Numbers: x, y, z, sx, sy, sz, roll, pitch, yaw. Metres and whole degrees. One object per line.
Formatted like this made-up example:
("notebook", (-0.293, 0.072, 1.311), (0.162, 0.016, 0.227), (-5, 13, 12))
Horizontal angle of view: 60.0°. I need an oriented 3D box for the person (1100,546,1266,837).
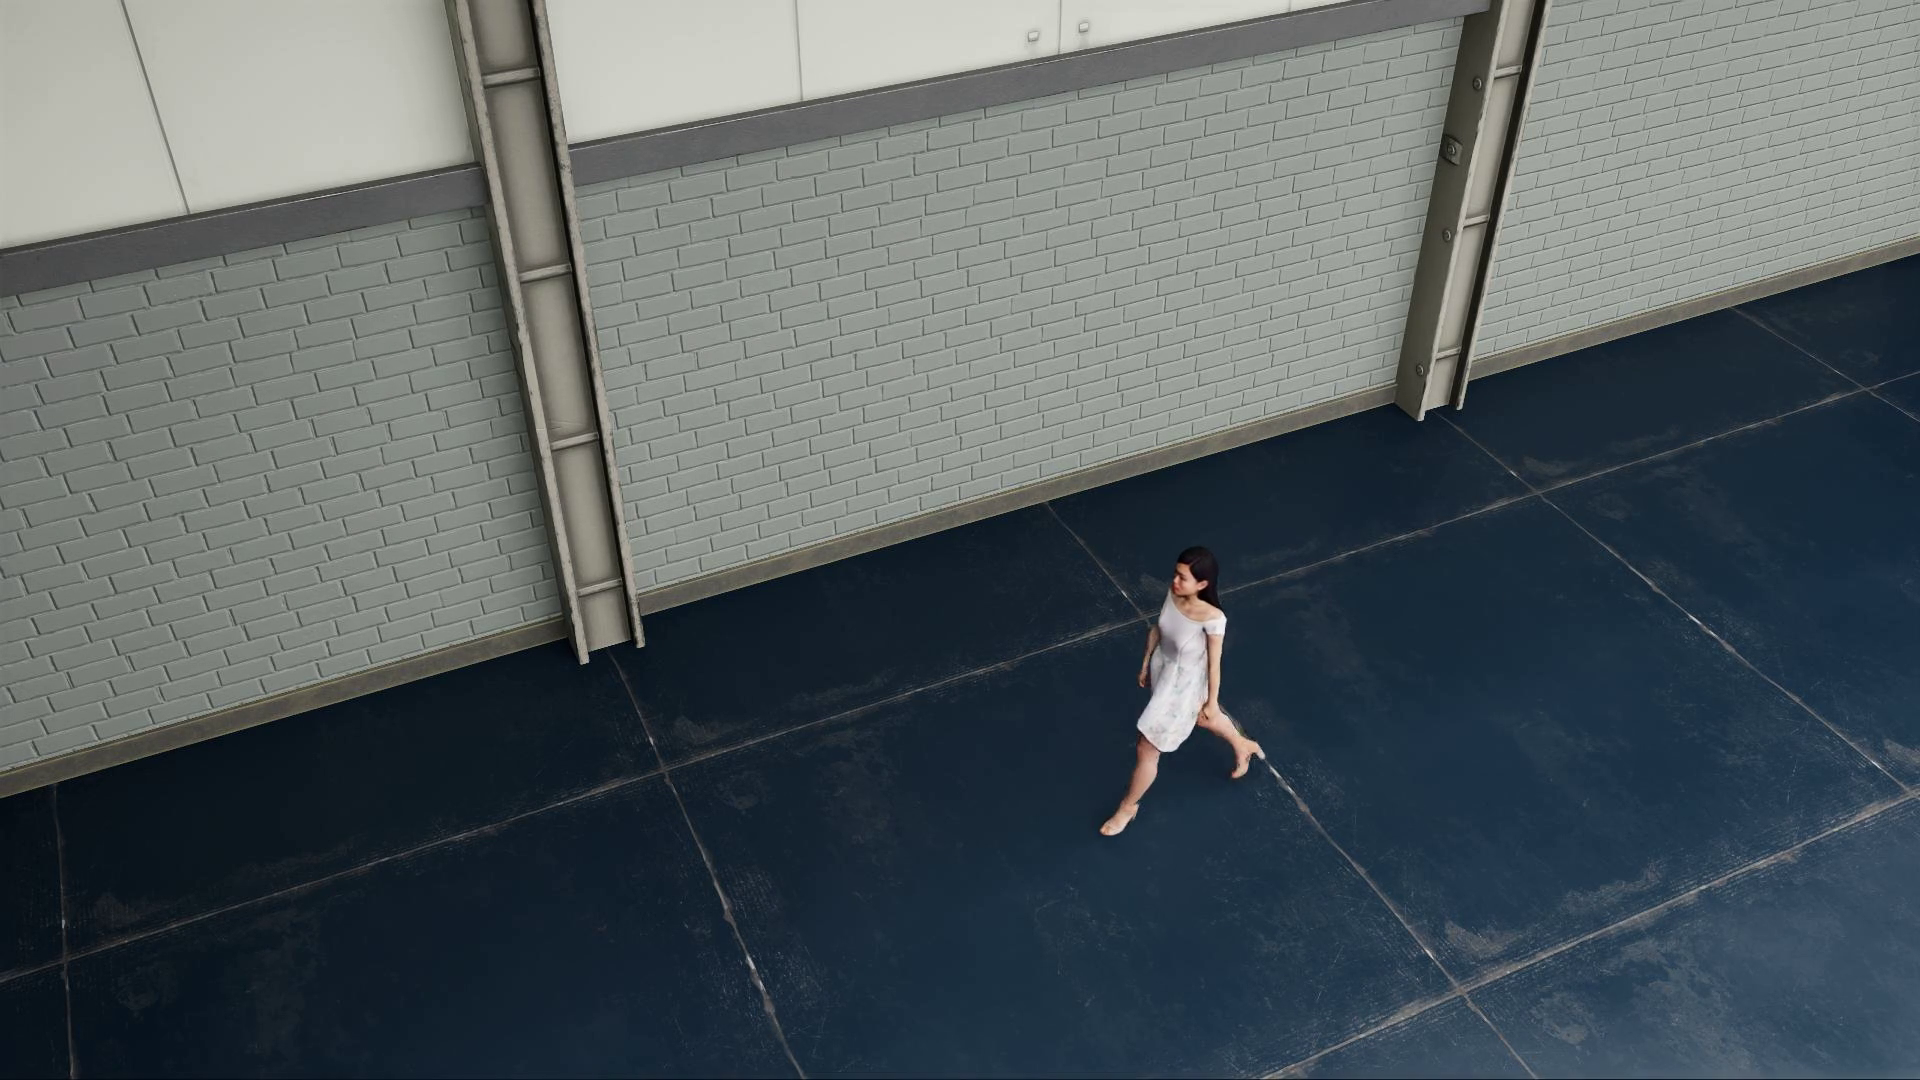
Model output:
("person", (1.180, 0.716, 8.304), (1.195, 1.730, 0.601), (-17, 41, -21))
